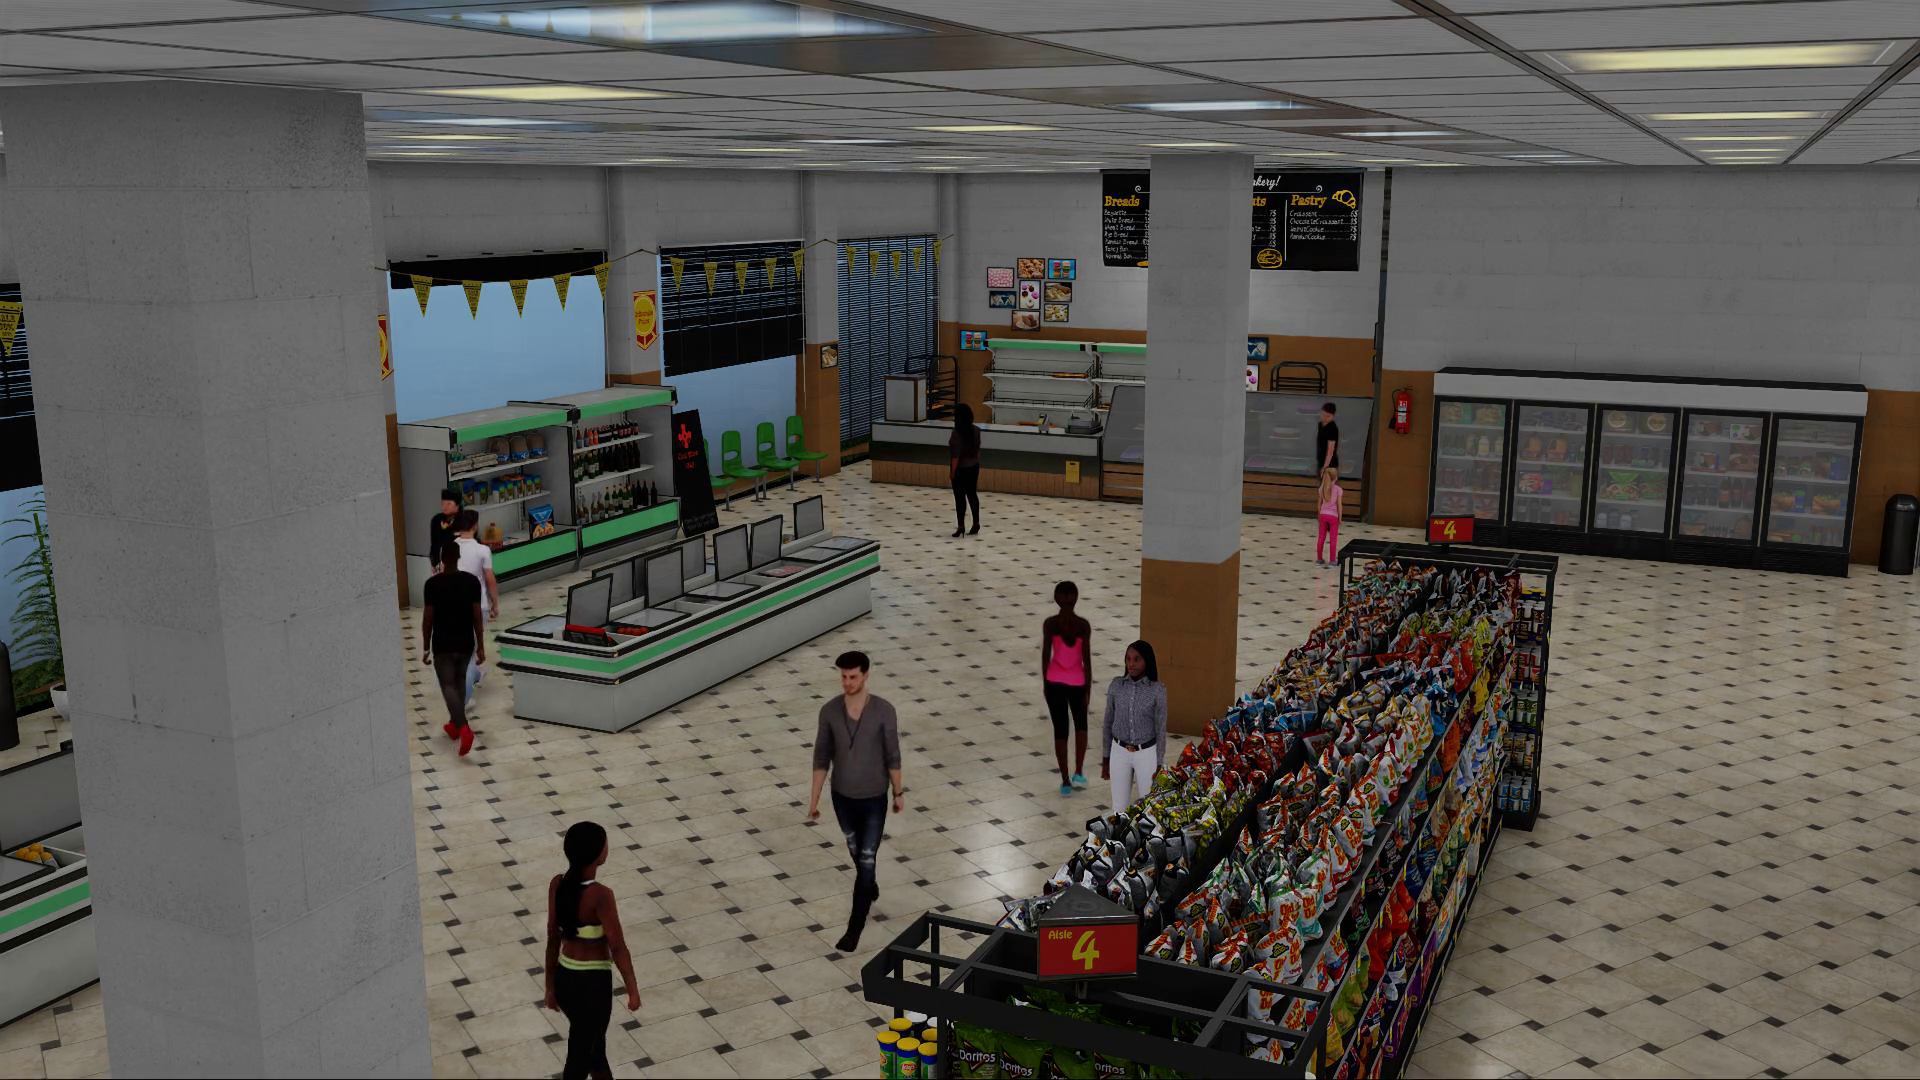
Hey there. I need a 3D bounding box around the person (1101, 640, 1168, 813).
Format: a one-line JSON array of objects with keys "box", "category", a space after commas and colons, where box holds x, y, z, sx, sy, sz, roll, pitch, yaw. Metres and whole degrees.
[{"box": [1.196, 1.517, 11.357, 0.595, 1.725, 0.507, 6, 13, 26], "category": "person"}]

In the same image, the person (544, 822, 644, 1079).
[{"box": [-1.870, 2.236, 7.960, 0.678, 1.717, 1.042, 8, 14, 32], "category": "person"}]

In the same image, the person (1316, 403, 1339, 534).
[{"box": [5.146, -1.035, 23.229, 0.970, 1.826, 0.735, 2, 12, 9], "category": "person"}]

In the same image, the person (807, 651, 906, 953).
[{"box": [-0.611, 1.608, 10.614, 0.847, 1.852, 1.285, 3, 12, 16], "category": "person"}]

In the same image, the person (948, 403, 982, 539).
[{"box": [0.081, -0.956, 22.823, 0.679, 1.838, 0.797, -10, 15, -39], "category": "person"}]

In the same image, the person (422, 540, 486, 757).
[{"box": [-4.247, 0.926, 14.050, 1.205, 1.771, 1.108, -8, 14, -34], "category": "person"}]

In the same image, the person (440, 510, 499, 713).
[{"box": [-4.513, 0.677, 15.149, 0.885, 1.805, 1.220, 1, 12, 7], "category": "person"}]

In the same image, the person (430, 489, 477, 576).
[{"box": [-5.221, 0.289, 17.331, 0.736, 1.665, 0.787, 4, 13, 20], "category": "person"}]

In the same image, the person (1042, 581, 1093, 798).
[{"box": [0.818, 1.183, 12.978, 0.634, 1.710, 0.683, 2, 12, 7], "category": "person"}]

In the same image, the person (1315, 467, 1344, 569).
[{"box": [4.680, -0.299, 21.084, 0.512, 1.269, 0.527, 9, 15, 36], "category": "person"}]
